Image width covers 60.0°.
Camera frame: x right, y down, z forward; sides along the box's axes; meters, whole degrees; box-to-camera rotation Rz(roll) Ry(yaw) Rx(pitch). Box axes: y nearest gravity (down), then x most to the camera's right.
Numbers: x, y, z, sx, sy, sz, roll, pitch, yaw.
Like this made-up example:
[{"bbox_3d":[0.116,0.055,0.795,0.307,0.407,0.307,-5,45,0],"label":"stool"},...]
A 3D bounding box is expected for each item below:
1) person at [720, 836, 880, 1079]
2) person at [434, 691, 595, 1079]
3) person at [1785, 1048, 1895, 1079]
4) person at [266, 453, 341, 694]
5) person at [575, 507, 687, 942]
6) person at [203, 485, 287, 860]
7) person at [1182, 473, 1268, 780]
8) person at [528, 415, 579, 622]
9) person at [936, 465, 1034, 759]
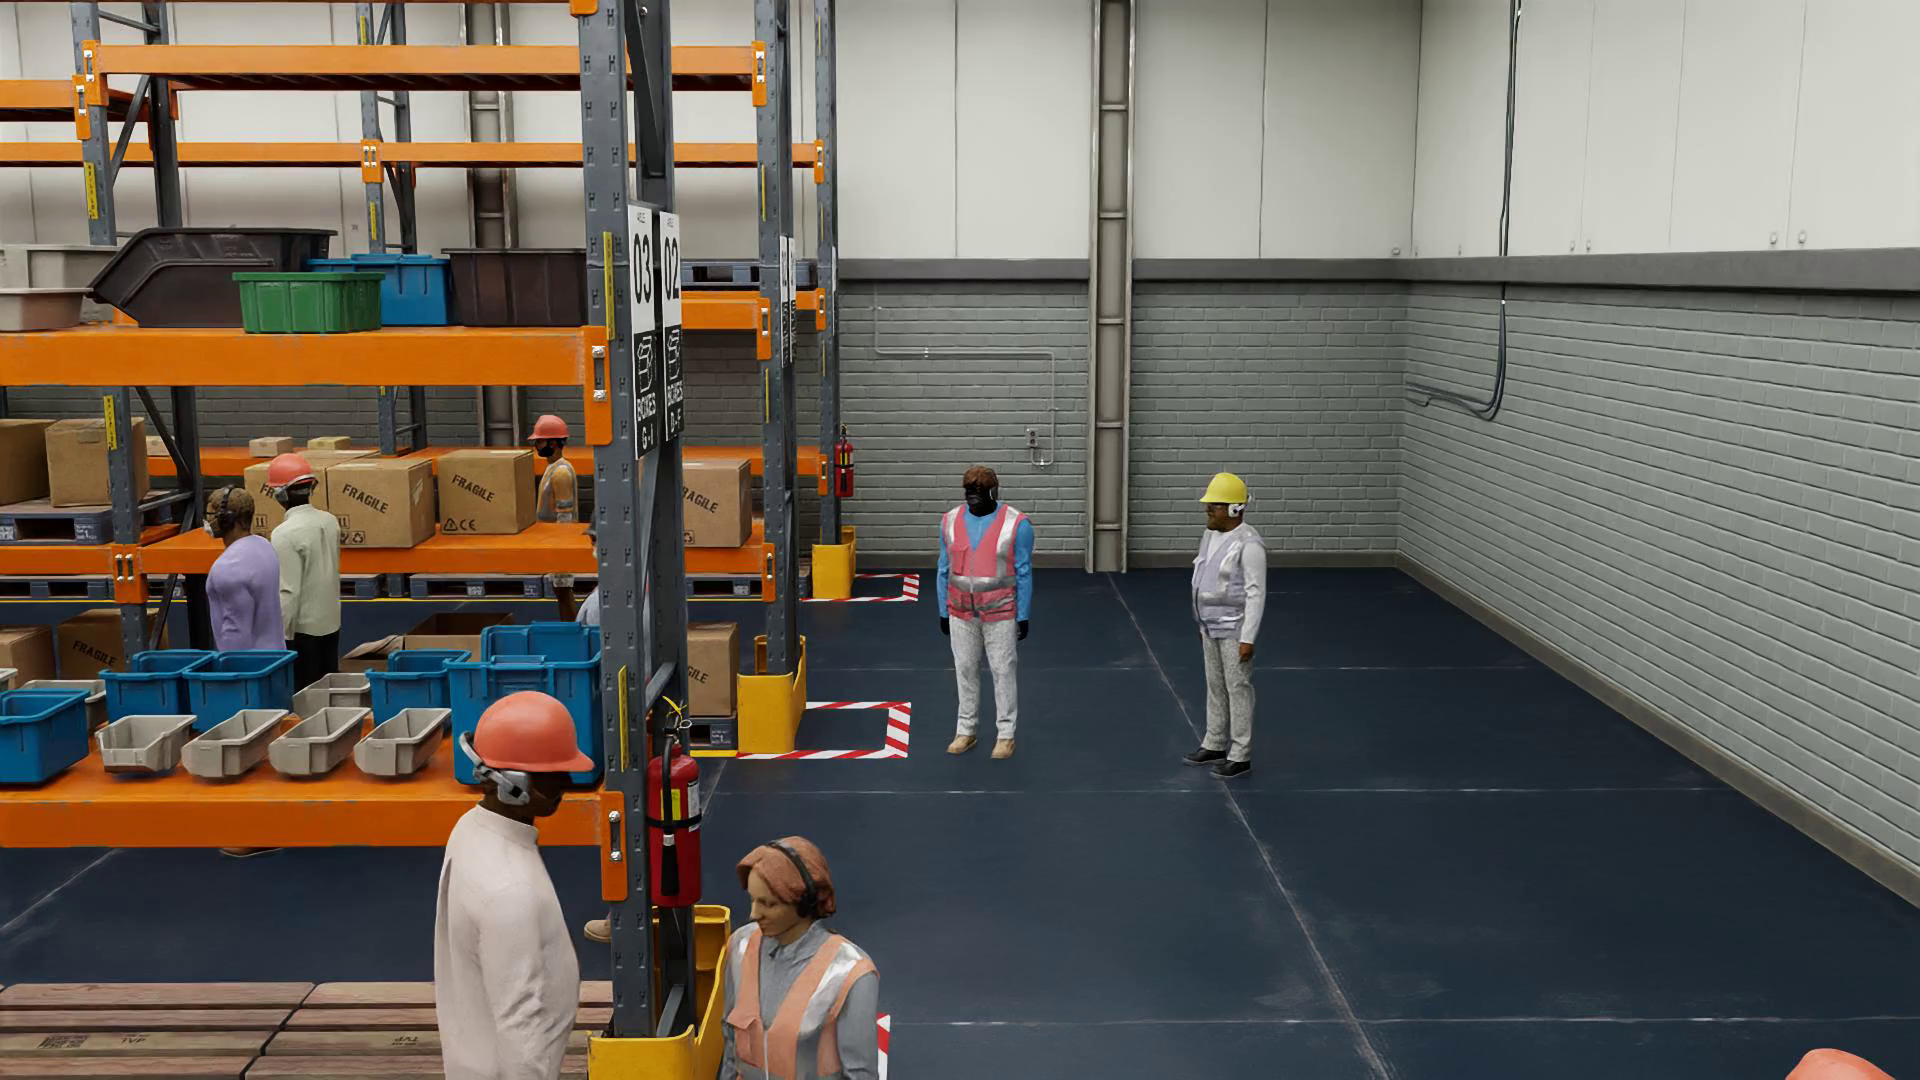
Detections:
[{"bbox_3d":[-0.405,1.540,4.243,0.525,1.631,0.320,7,12,37],"label":"person"},{"bbox_3d":[-1.130,1.357,4.306,0.411,1.979,0.630,-4,10,-22],"label":"person"},{"bbox_3d":[1.456,1.709,2.826,0.342,1.748,0.573,9,13,44],"label":"person"},{"bbox_3d":[-3.760,0.492,9.555,0.391,1.990,0.621,1,9,7],"label":"person"},{"bbox_3d":[-1.546,0.792,7.568,0.536,2.000,0.688,3,10,17],"label":"person"},{"bbox_3d":[-3.676,0.677,8.587,0.378,1.940,0.628,-1,9,-6],"label":"person"},{"bbox_3d":[1.586,0.509,9.939,0.404,1.834,0.592,-3,10,-20],"label":"person"},{"bbox_3d":[-3.070,0.018,12.631,0.354,1.939,0.544,-3,10,-19],"label":"person"},{"bbox_3d":[0.142,0.448,10.331,0.631,1.837,0.431,3,10,20],"label":"person"}]
